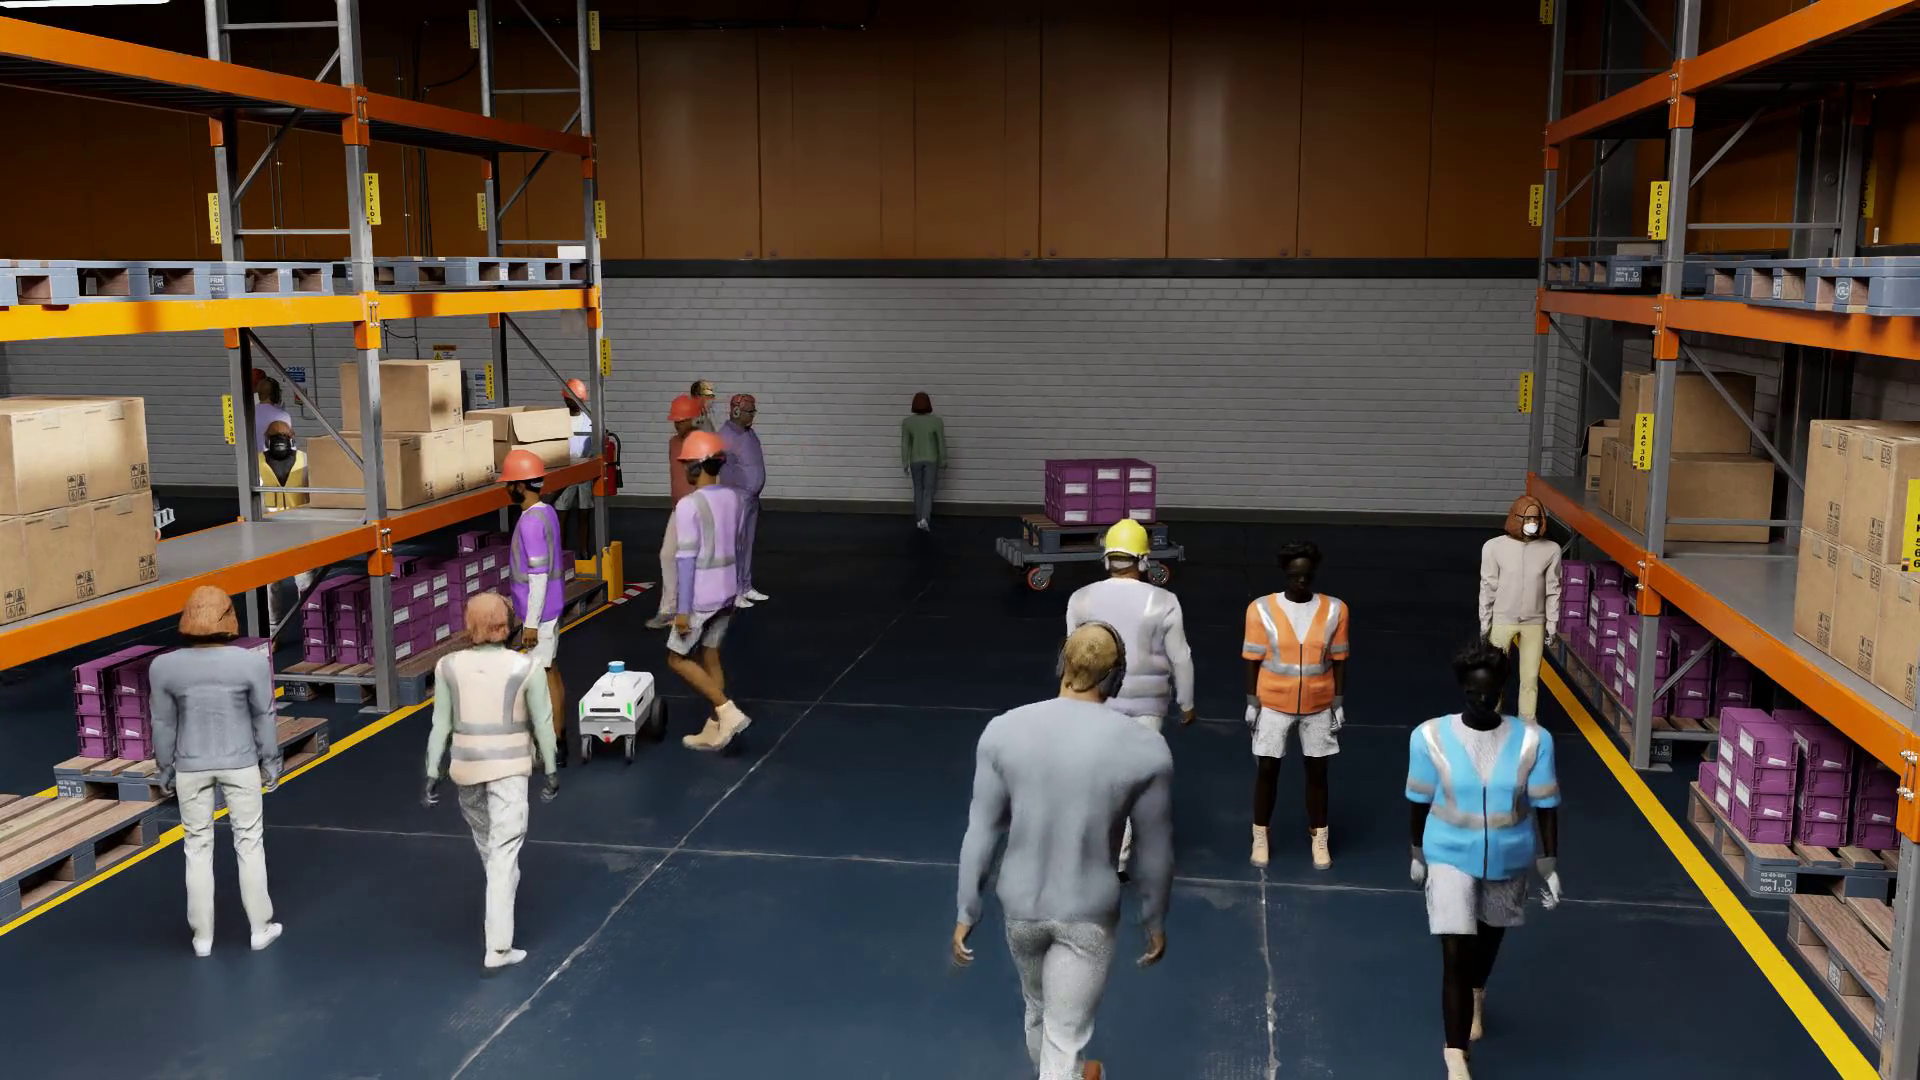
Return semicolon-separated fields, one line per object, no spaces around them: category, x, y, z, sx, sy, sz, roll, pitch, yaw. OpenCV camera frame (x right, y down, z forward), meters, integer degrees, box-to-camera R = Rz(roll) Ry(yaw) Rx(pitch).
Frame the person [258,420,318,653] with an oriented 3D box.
person;-5.301;-0.027;13.070;0.622;1.835;0.430;-4;10;-23

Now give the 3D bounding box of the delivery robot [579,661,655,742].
delivery robot;-2.133;1.000;10.364;0.477;0.478;0.707;0;9;1

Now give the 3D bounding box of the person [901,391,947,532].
person;-0.426;-0.903;19.130;0.511;1.611;0.681;3;10;16

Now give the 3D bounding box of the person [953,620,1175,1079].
person;0.349;1.194;5.403;0.687;1.864;1.001;3;10;16

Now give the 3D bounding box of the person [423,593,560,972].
person;-2.051;1.022;7.386;0.543;1.572;0.953;1;9;6

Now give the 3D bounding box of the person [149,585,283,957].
person;-3.249;1.007;7.290;0.507;1.631;0.266;-2;10;-15

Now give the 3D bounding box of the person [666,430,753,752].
person;-1.548;0.338;10.217;0.479;2.020;0.630;4;10;25

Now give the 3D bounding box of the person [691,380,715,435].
person;-2.539;-0.595;16.243;0.379;1.937;0.629;0;9;-1

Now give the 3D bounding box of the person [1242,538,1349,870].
person;1.668;0.817;8.306;0.533;1.687;0.320;0;9;2

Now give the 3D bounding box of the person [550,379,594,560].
person;-3.792;-0.622;16.411;0.551;1.932;0.378;-7;11;-37

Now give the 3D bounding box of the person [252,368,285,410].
person;-7.983;-1.020;19.021;0.347;1.882;0.584;9;13;43

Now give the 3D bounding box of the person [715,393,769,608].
person;-1.939;-0.359;14.888;0.410;1.905;0.641;3;10;15

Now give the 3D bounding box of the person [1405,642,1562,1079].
person;1.929;1.179;6.169;0.540;1.651;0.875;1;9;8

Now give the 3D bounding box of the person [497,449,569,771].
person;-2.564;0.419;9.989;0.373;1.933;0.549;-1;9;-6

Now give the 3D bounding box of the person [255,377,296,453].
person;-6.880;-0.661;16.640;0.627;1.941;0.370;4;10;23

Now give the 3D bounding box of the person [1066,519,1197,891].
person;0.829;0.788;8.192;0.611;1.787;0.926;5;10;26

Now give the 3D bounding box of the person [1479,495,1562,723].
person;3.448;0.527;10.277;0.497;1.629;0.277;0;9;2

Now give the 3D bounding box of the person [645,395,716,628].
person;-2.303;-0.215;13.779;0.632;1.966;0.749;7;12;38
